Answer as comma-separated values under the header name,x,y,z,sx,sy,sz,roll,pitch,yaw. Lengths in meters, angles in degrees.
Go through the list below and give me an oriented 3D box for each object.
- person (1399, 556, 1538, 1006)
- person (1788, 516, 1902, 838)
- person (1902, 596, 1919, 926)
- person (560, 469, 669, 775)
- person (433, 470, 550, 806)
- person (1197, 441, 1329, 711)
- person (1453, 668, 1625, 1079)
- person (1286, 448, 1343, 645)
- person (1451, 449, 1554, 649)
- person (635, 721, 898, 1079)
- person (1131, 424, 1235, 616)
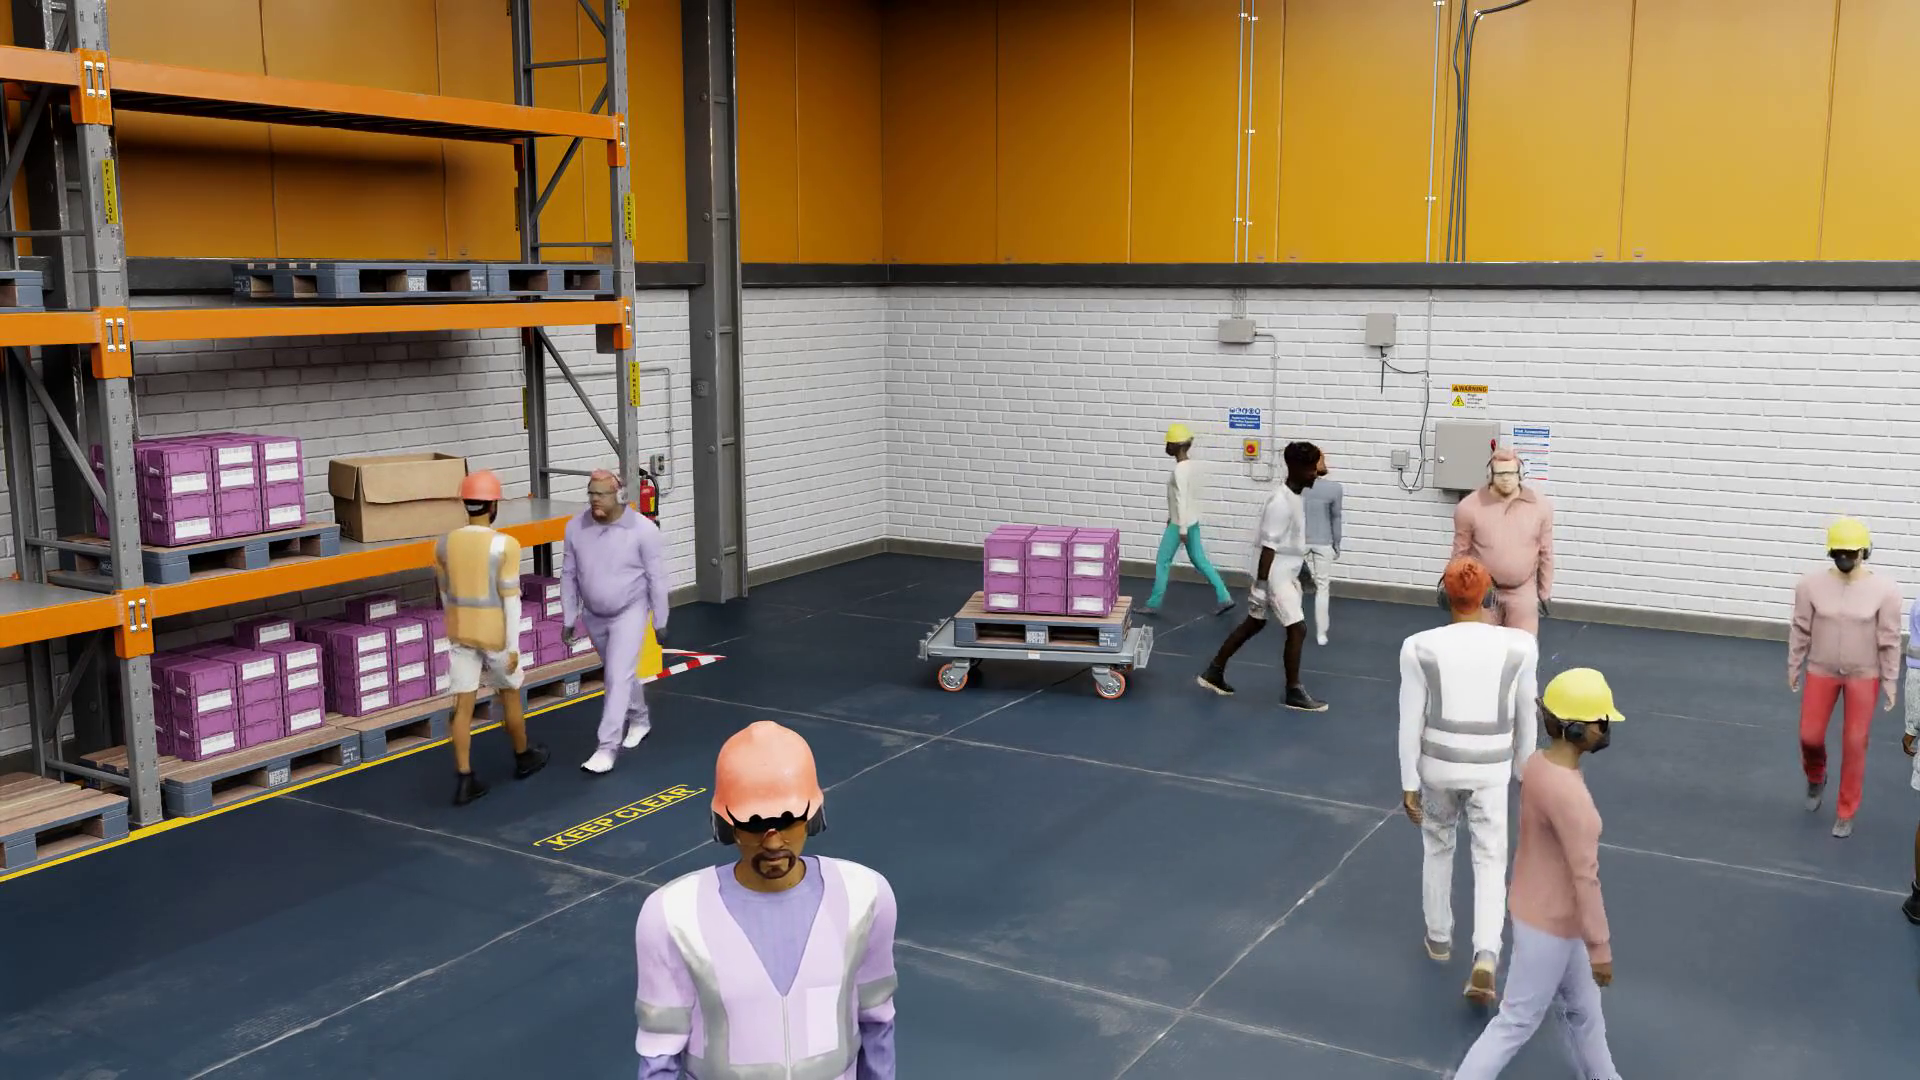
name,x,y,z,sx,sy,sz,roll,pitch,yaw
person,2.138,0.995,7.029,0.578,1.855,0.874,2,9,14
person,4.762,0.728,8.982,0.544,1.749,0.439,6,11,34
person,4.636,0.846,7.649,0.545,1.942,0.351,5,11,30
person,-2.143,0.470,10.308,0.626,1.848,1.032,3,10,18
person,-2.750,0.535,9.711,0.552,1.895,0.867,1,9,9
person,2.111,0.234,11.629,0.922,1.909,0.631,2,9,14
person,2.054,1.279,5.658,0.887,1.718,0.537,2,9,10
person,2.861,0.048,13.605,0.500,1.635,0.304,2,9,11
person,3.565,0.339,10.959,0.666,1.890,0.422,2,9,10
person,-0.423,1.408,3.825,0.614,2.042,0.373,-3,10,-19
person,2.002,-0.167,14.651,0.901,1.725,0.535,4,10,22
